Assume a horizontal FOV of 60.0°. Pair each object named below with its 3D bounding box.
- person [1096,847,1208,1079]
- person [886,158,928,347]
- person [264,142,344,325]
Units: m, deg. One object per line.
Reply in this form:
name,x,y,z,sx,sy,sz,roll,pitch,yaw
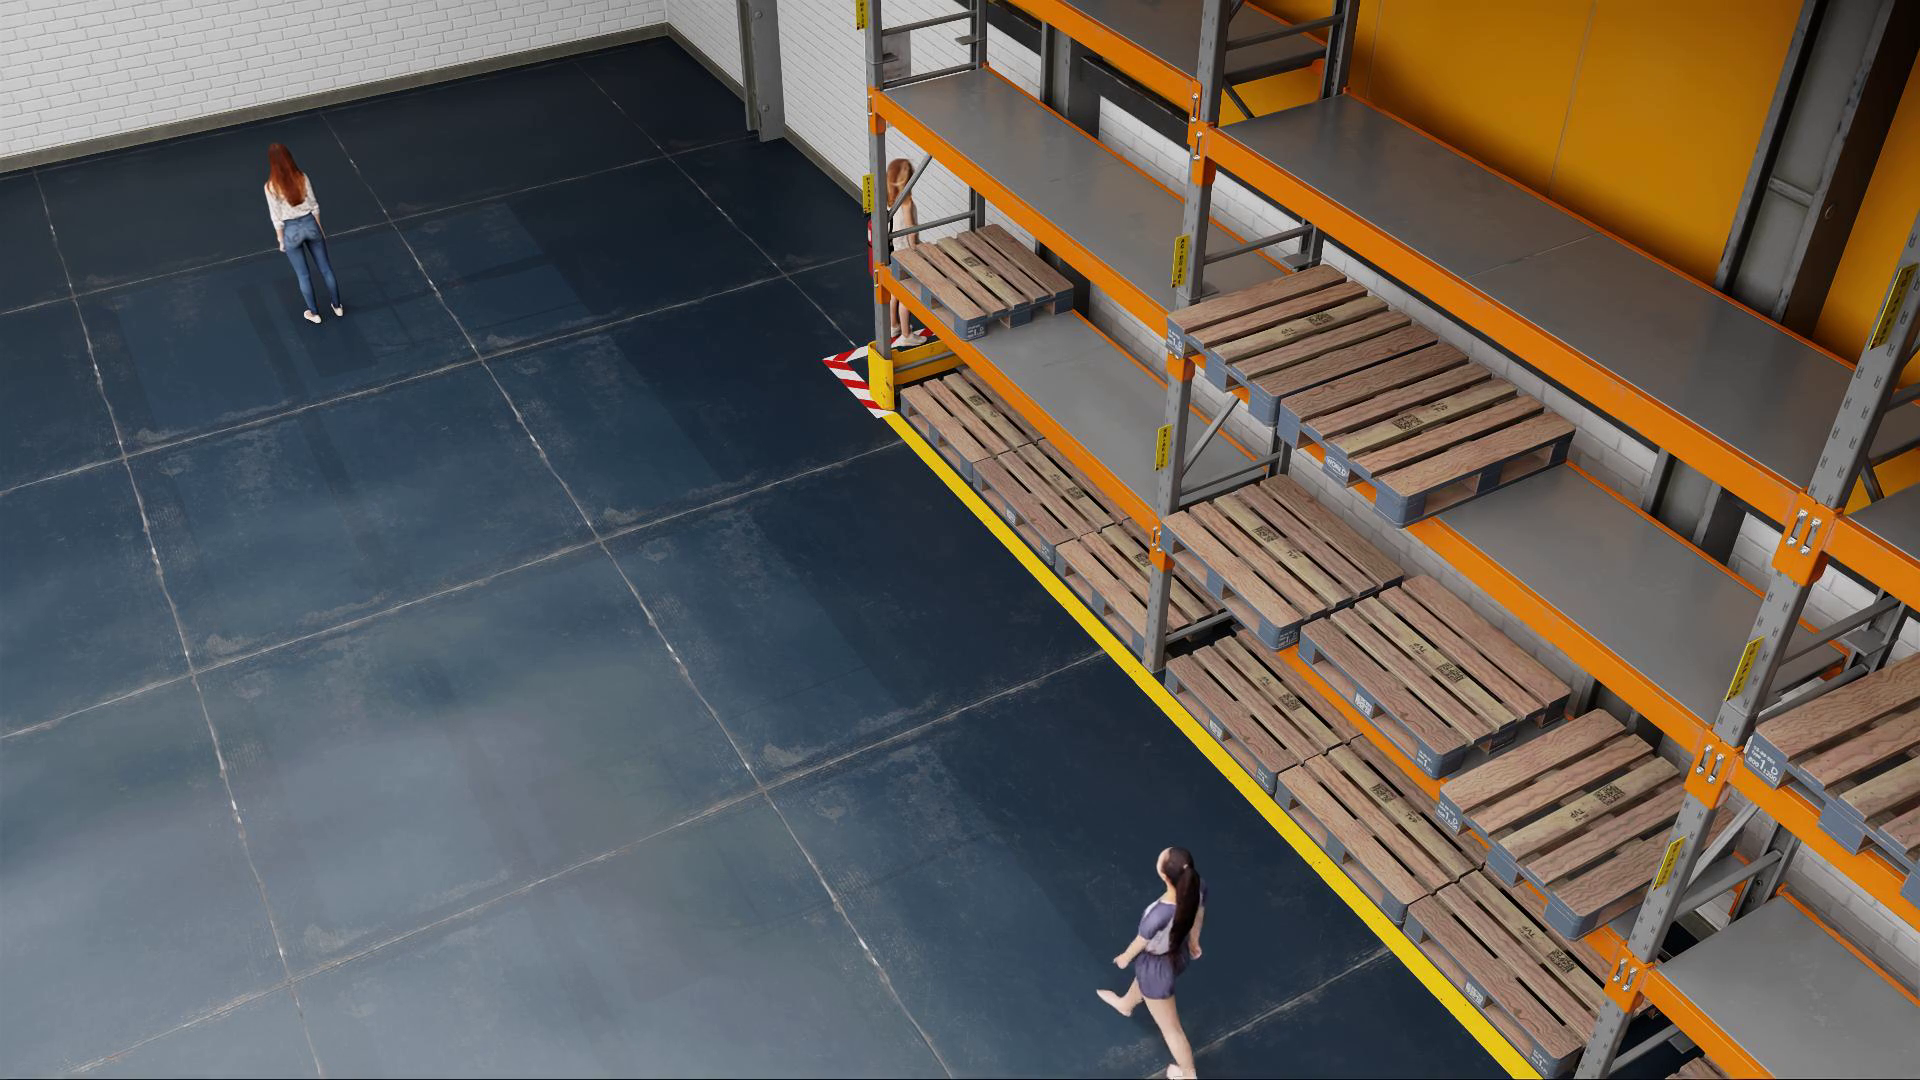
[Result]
person,1.124,2.269,8.701,1.100,1.606,0.801,30,48,32
person,-0.516,-2.523,14.580,0.618,1.757,0.437,-20,43,-23
person,-5.897,-2.751,14.889,0.591,1.728,0.531,-24,45,-27
